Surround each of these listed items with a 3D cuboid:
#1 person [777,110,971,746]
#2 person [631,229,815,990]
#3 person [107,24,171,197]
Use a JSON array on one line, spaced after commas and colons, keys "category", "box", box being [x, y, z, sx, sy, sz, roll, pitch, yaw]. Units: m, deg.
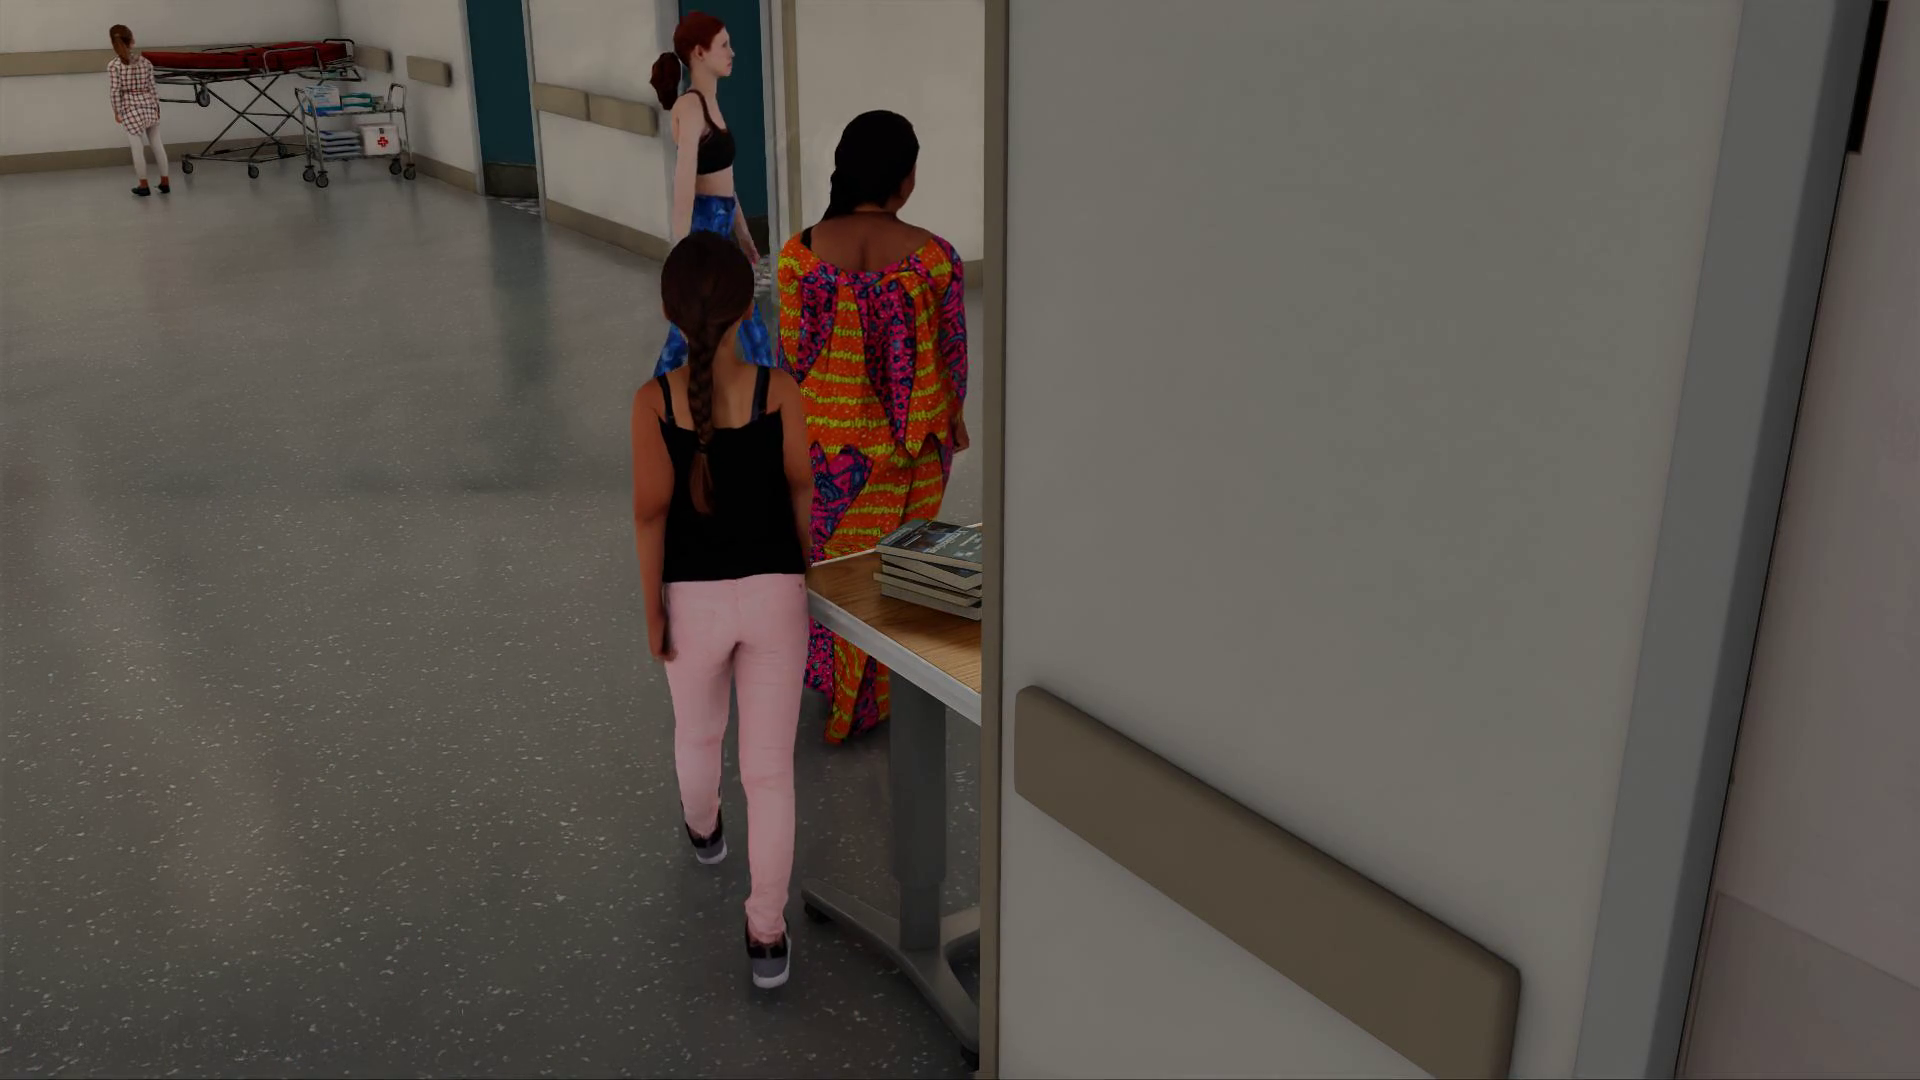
[{"category": "person", "box": [-0.247, -0.265, 4.347, 0.870, 1.651, 0.930, 3, 21, 9]}, {"category": "person", "box": [-0.446, 0.186, 3.355, 0.797, 1.525, 1.023, -3, 21, -7]}, {"category": "person", "box": [-6.474, -3.391, 13.103, 0.556, 1.310, 0.535, -19, 28, -41]}]
